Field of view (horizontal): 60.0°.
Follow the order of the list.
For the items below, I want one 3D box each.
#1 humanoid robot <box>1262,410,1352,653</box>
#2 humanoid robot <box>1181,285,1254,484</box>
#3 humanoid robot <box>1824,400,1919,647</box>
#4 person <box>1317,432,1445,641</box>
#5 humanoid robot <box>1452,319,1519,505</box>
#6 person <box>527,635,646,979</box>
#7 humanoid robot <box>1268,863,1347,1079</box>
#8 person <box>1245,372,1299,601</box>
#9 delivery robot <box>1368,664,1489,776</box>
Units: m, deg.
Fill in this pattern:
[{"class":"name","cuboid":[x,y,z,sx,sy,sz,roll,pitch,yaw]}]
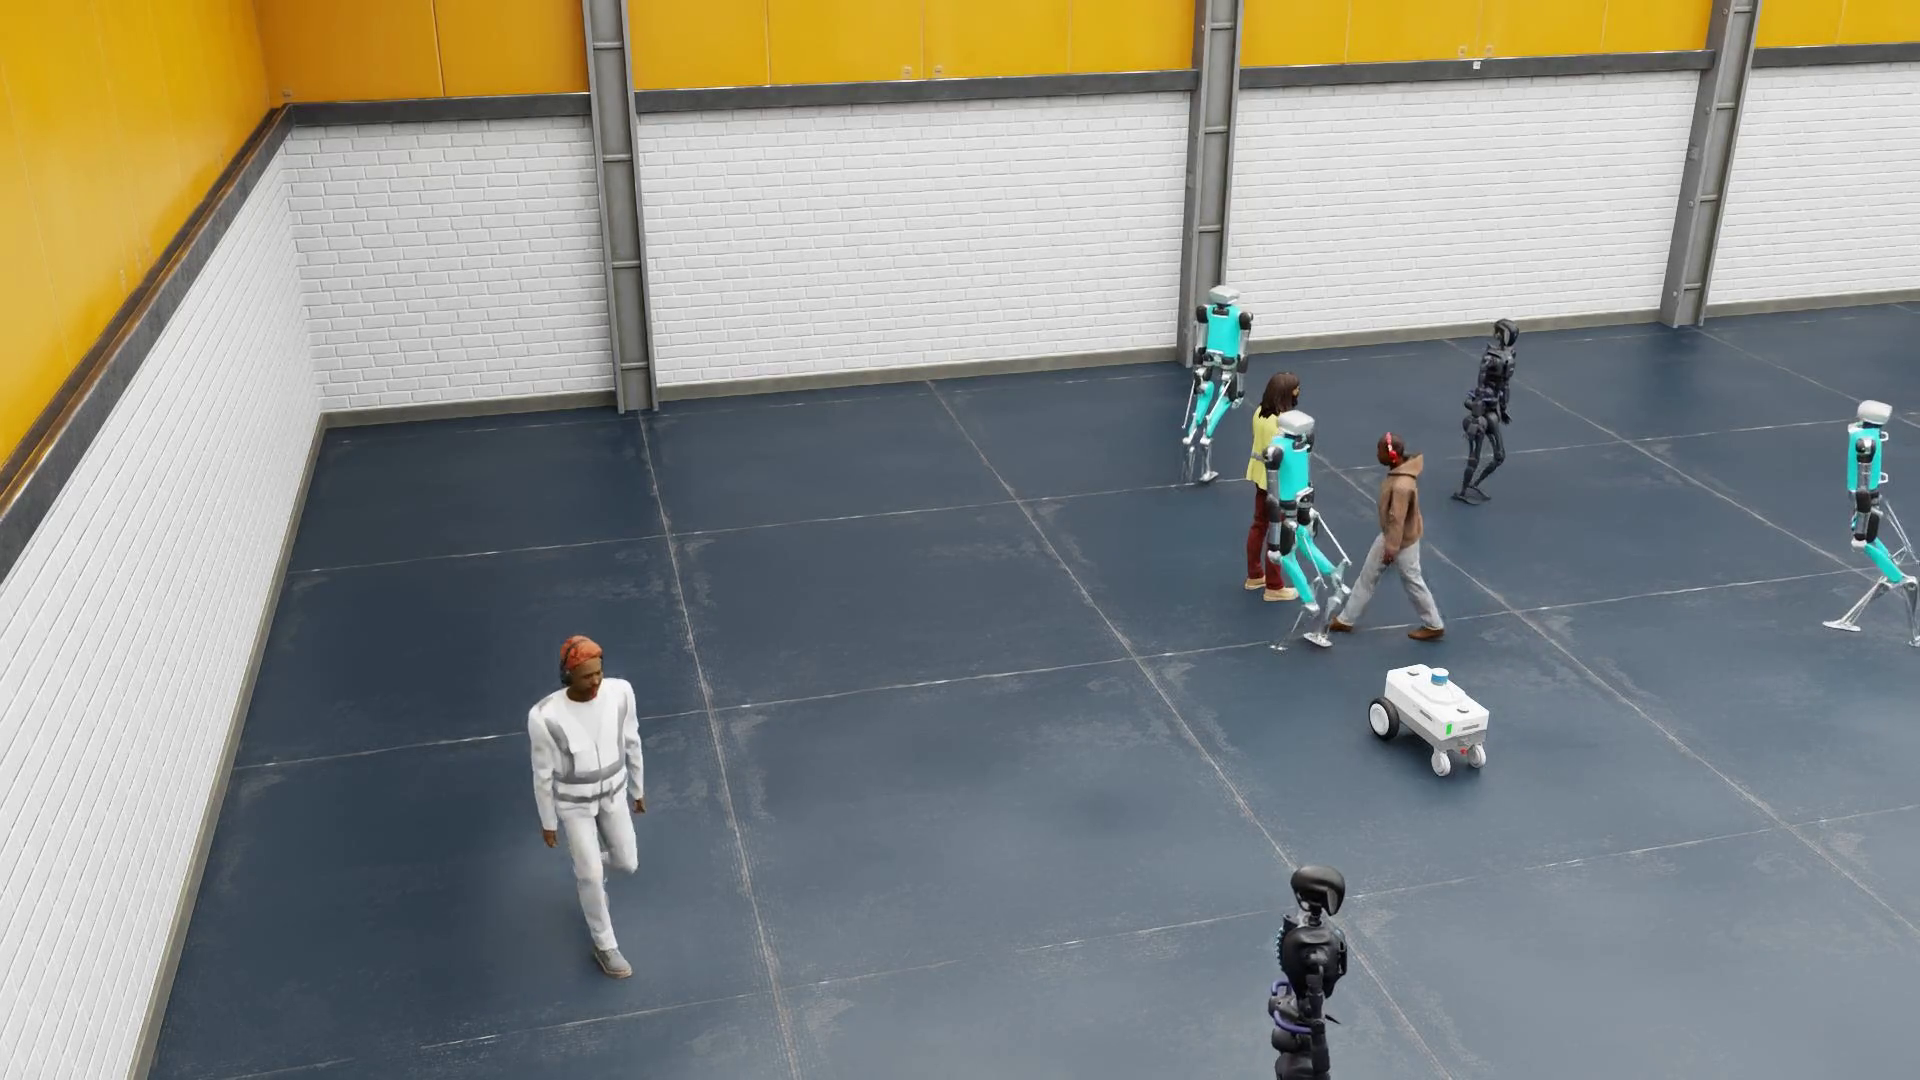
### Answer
[{"class":"humanoid robot","cuboid":[2.451,0.017,11.505,0.773,1.783,0.532,19,30,37]},{"class":"humanoid robot","cuboid":[2.143,-1.225,14.457,0.541,1.895,0.716,18,29,34]},{"class":"humanoid robot","cuboid":[6.642,-0.063,11.761,0.935,1.814,0.556,11,26,23]},{"class":"person","cuboid":[3.084,-0.021,11.766,0.896,1.580,0.519,1,24,2]},{"class":"humanoid robot","cuboid":[4.449,-1.089,14.085,0.366,1.637,0.596,21,32,40]},{"class":"person","cuboid":[-1.890,1.298,8.436,0.577,1.864,0.615,-16,29,-33]},{"class":"humanoid robot","cuboid":[1.506,2.073,6.931,0.718,1.631,0.600,2,24,5]},{"class":"person","cuboid":[2.342,-0.398,12.404,0.378,1.768,0.470,-11,26,-23]},{"class":"delivery robot","cuboid":[2.990,1.092,10.549,0.499,0.614,0.791,-9,25,-19]}]
